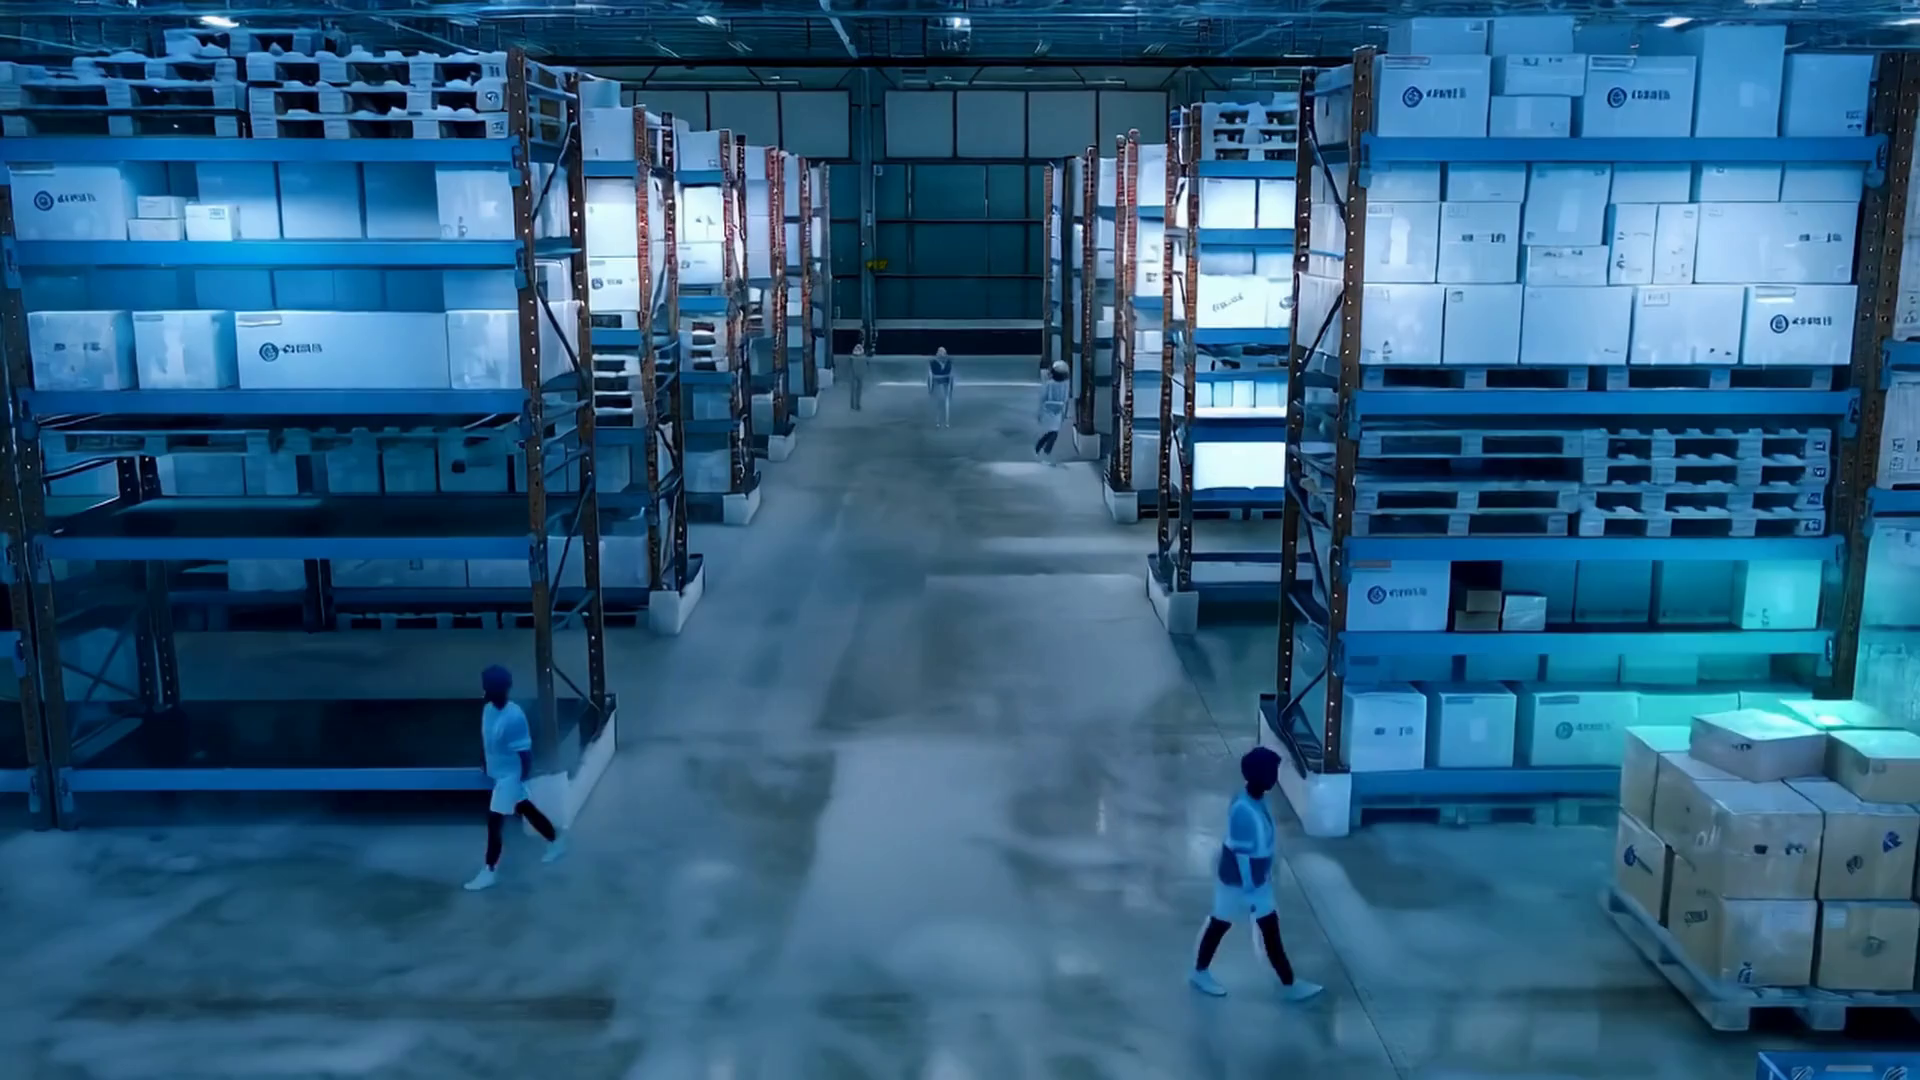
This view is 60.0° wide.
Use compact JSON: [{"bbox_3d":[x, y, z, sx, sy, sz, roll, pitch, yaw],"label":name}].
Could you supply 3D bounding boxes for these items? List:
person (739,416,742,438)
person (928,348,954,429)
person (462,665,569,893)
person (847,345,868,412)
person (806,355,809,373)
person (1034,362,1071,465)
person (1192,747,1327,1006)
[{"bbox_3d":[-4.264,-1.988,30.728,0.460,1.601,0.519,-11,16,-43],"label":"person"},{"bbox_3d":[-0.425,-3.412,37.327,0.599,1.790,1.001,-2,12,-10],"label":"person"},{"bbox_3d":[-3.301,1.706,12.311,0.883,1.654,0.529,-9,14,-36],"label":"person"},{"bbox_3d":[-2.461,-3.898,40.130,0.513,1.614,0.545,-3,12,-15],"label":"person"},{"bbox_3d":[-4.018,-4.342,41.613,0.593,1.920,0.391,3,12,15],"label":"person"},{"bbox_3d":[1.838,-2.427,31.893,0.628,1.999,0.547,-9,15,-38],"label":"person"},{"bbox_3d":[1.852,2.103,10.328,0.887,1.636,0.581,6,13,29],"label":"person"}]
